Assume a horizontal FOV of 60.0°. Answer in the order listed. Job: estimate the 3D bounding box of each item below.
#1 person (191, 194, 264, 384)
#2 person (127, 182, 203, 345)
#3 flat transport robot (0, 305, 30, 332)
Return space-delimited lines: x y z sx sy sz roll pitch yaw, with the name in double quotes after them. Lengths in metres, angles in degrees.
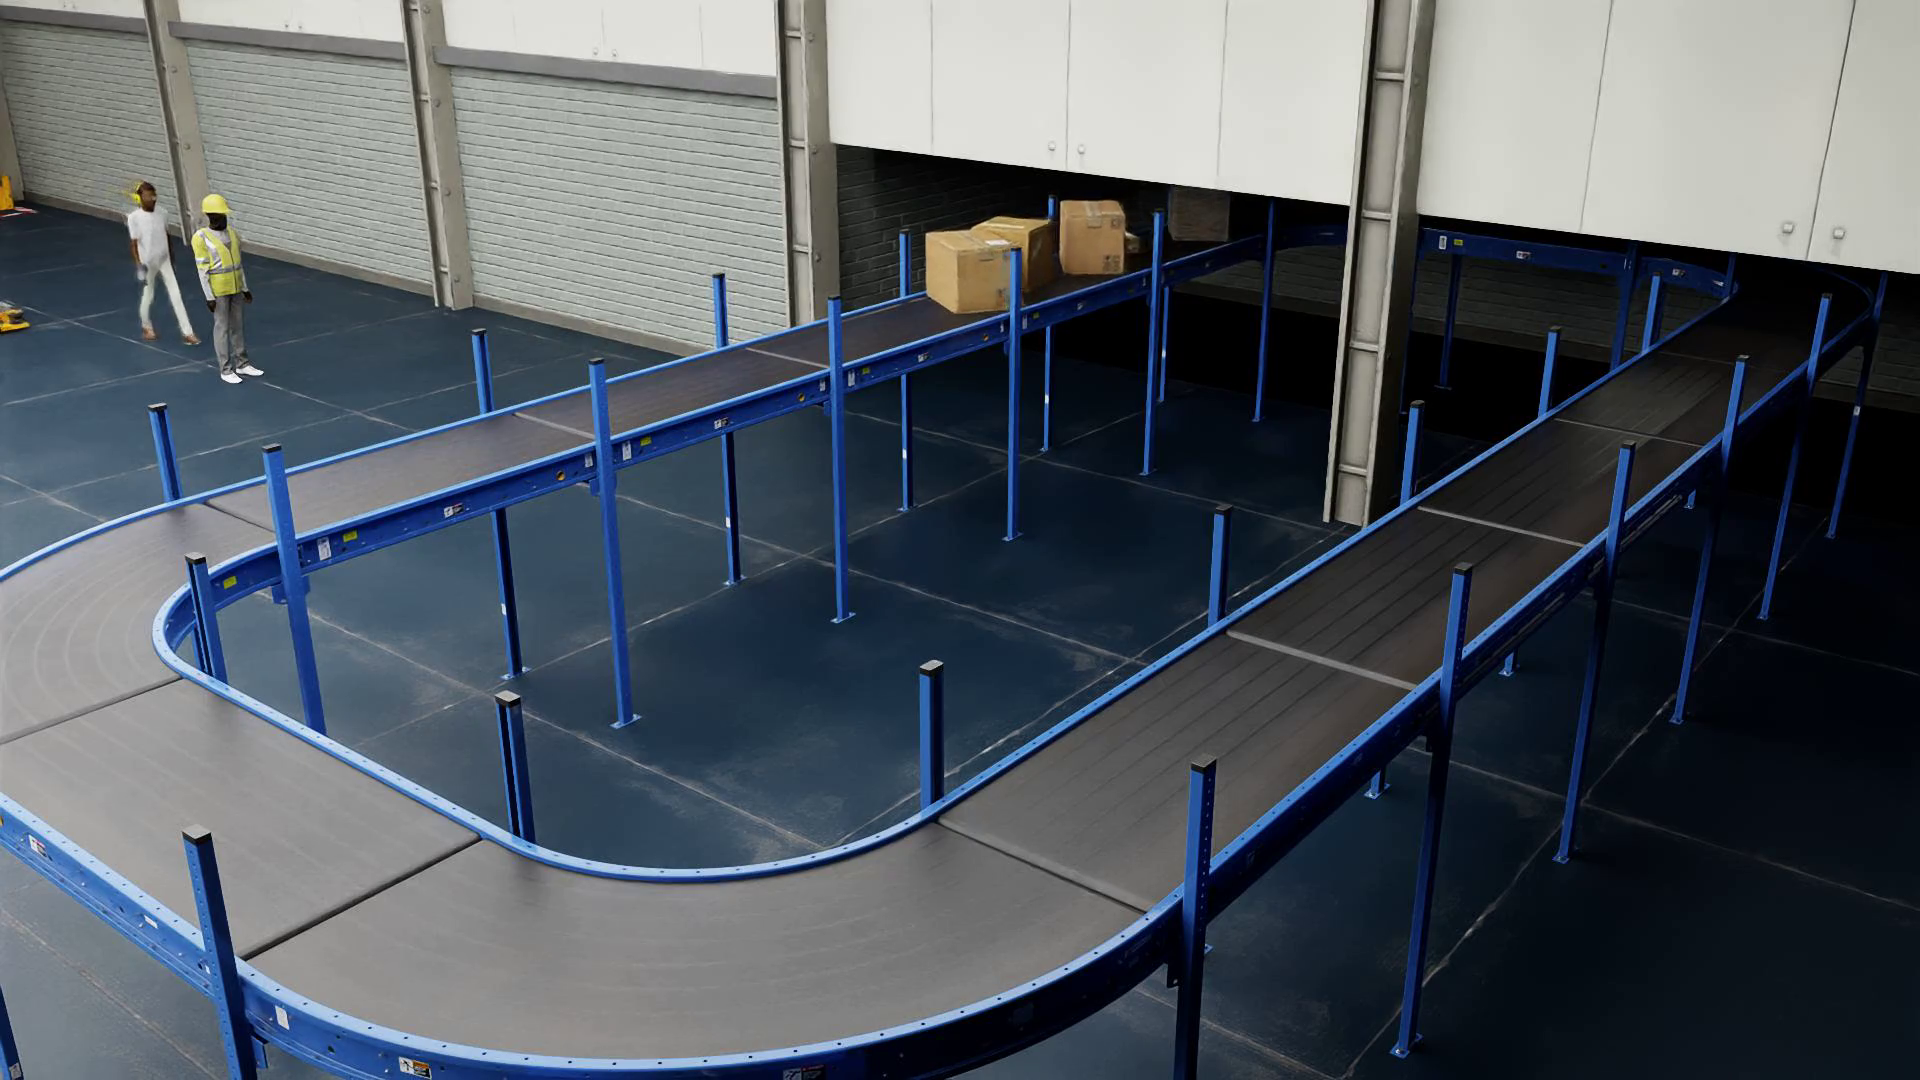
-7.564 -2.594 17.148 0.359 1.930 0.587 7 23 18 "person"
-8.971 -3.080 18.543 0.997 1.819 0.557 14 26 32 "person"
-11.546 -2.640 19.494 1.431 0.197 0.652 18 28 39 "flat transport robot"
